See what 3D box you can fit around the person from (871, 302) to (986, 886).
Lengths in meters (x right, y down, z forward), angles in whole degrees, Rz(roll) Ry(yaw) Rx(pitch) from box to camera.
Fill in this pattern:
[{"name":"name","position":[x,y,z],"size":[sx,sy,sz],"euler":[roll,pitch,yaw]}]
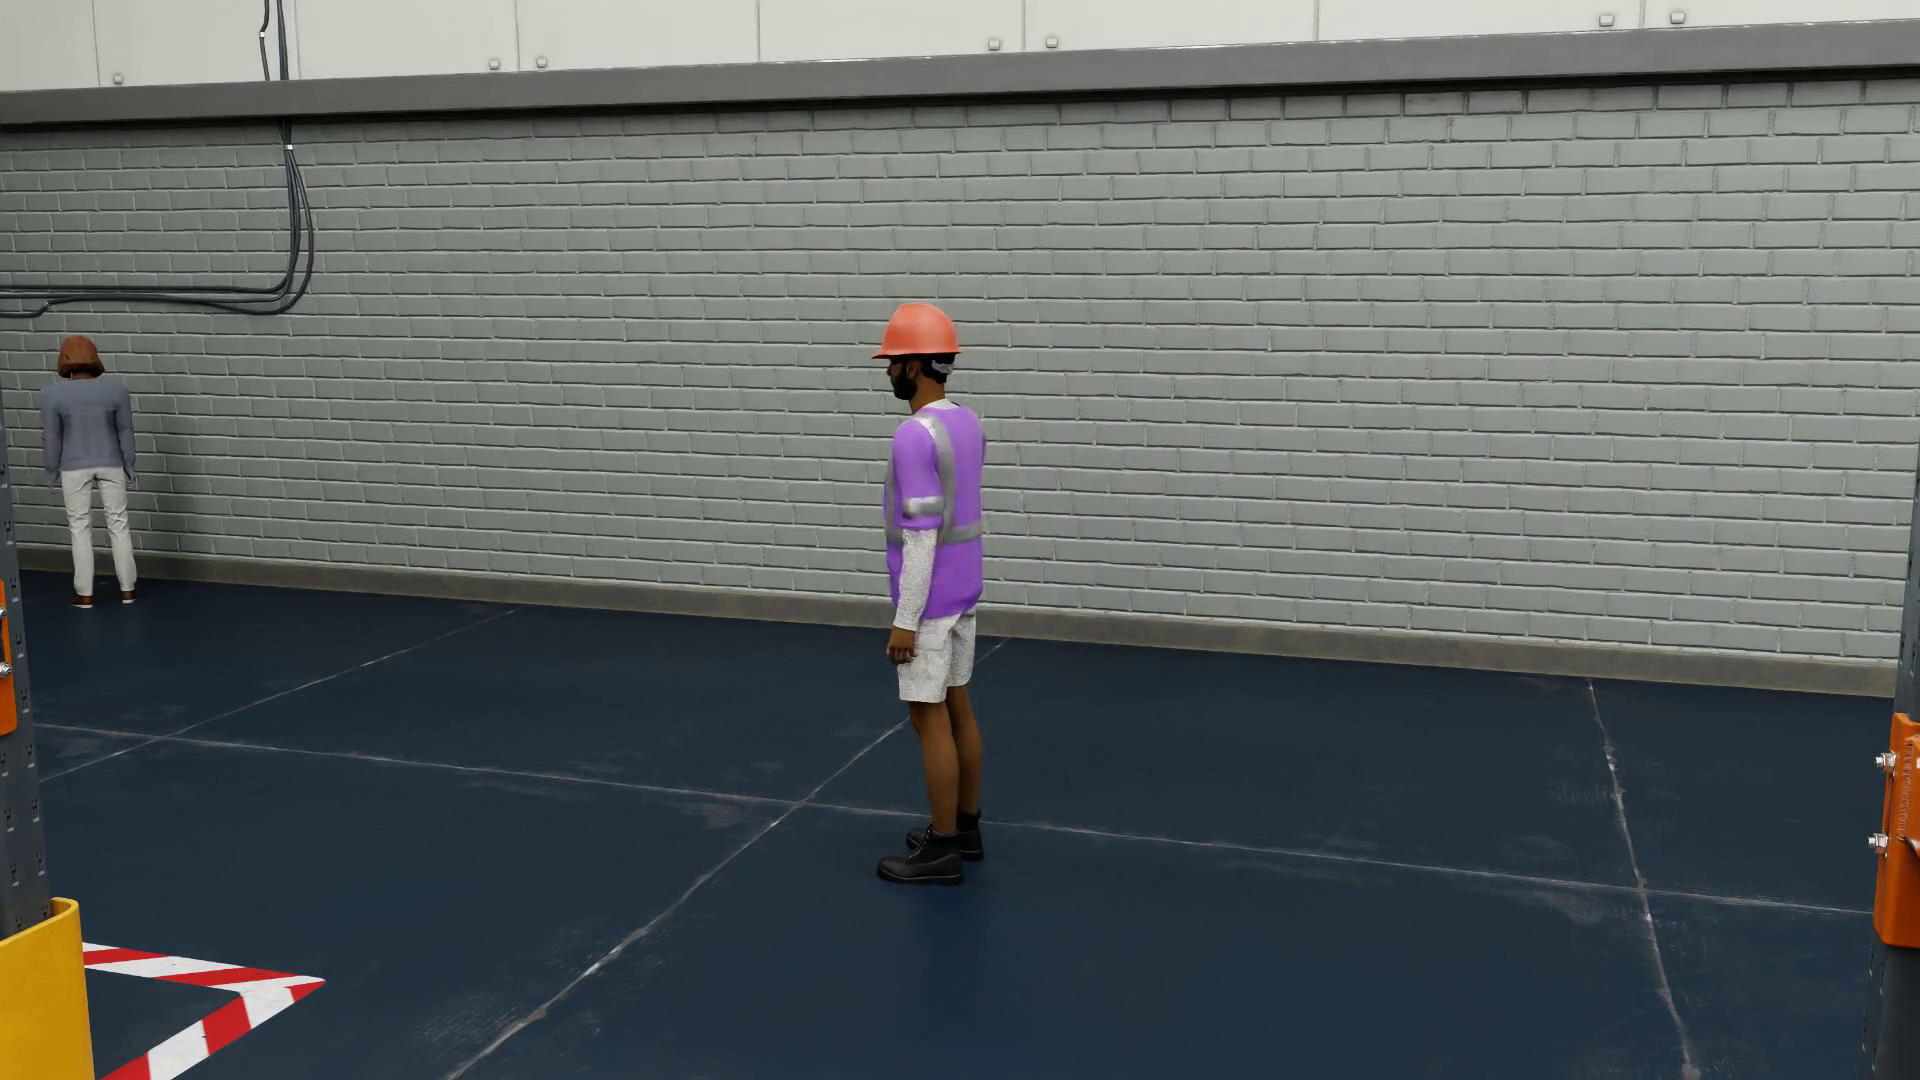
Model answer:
[{"name":"person","position":[-0.119,0.184,5.554],"size":[0.375,1.935,0.551],"euler":[3,10,20]}]

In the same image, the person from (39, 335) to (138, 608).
[{"name":"person","position":[-5.211,-0.407,9.978],"size":[0.498,1.632,0.285],"euler":[-7,12,-34]}]
